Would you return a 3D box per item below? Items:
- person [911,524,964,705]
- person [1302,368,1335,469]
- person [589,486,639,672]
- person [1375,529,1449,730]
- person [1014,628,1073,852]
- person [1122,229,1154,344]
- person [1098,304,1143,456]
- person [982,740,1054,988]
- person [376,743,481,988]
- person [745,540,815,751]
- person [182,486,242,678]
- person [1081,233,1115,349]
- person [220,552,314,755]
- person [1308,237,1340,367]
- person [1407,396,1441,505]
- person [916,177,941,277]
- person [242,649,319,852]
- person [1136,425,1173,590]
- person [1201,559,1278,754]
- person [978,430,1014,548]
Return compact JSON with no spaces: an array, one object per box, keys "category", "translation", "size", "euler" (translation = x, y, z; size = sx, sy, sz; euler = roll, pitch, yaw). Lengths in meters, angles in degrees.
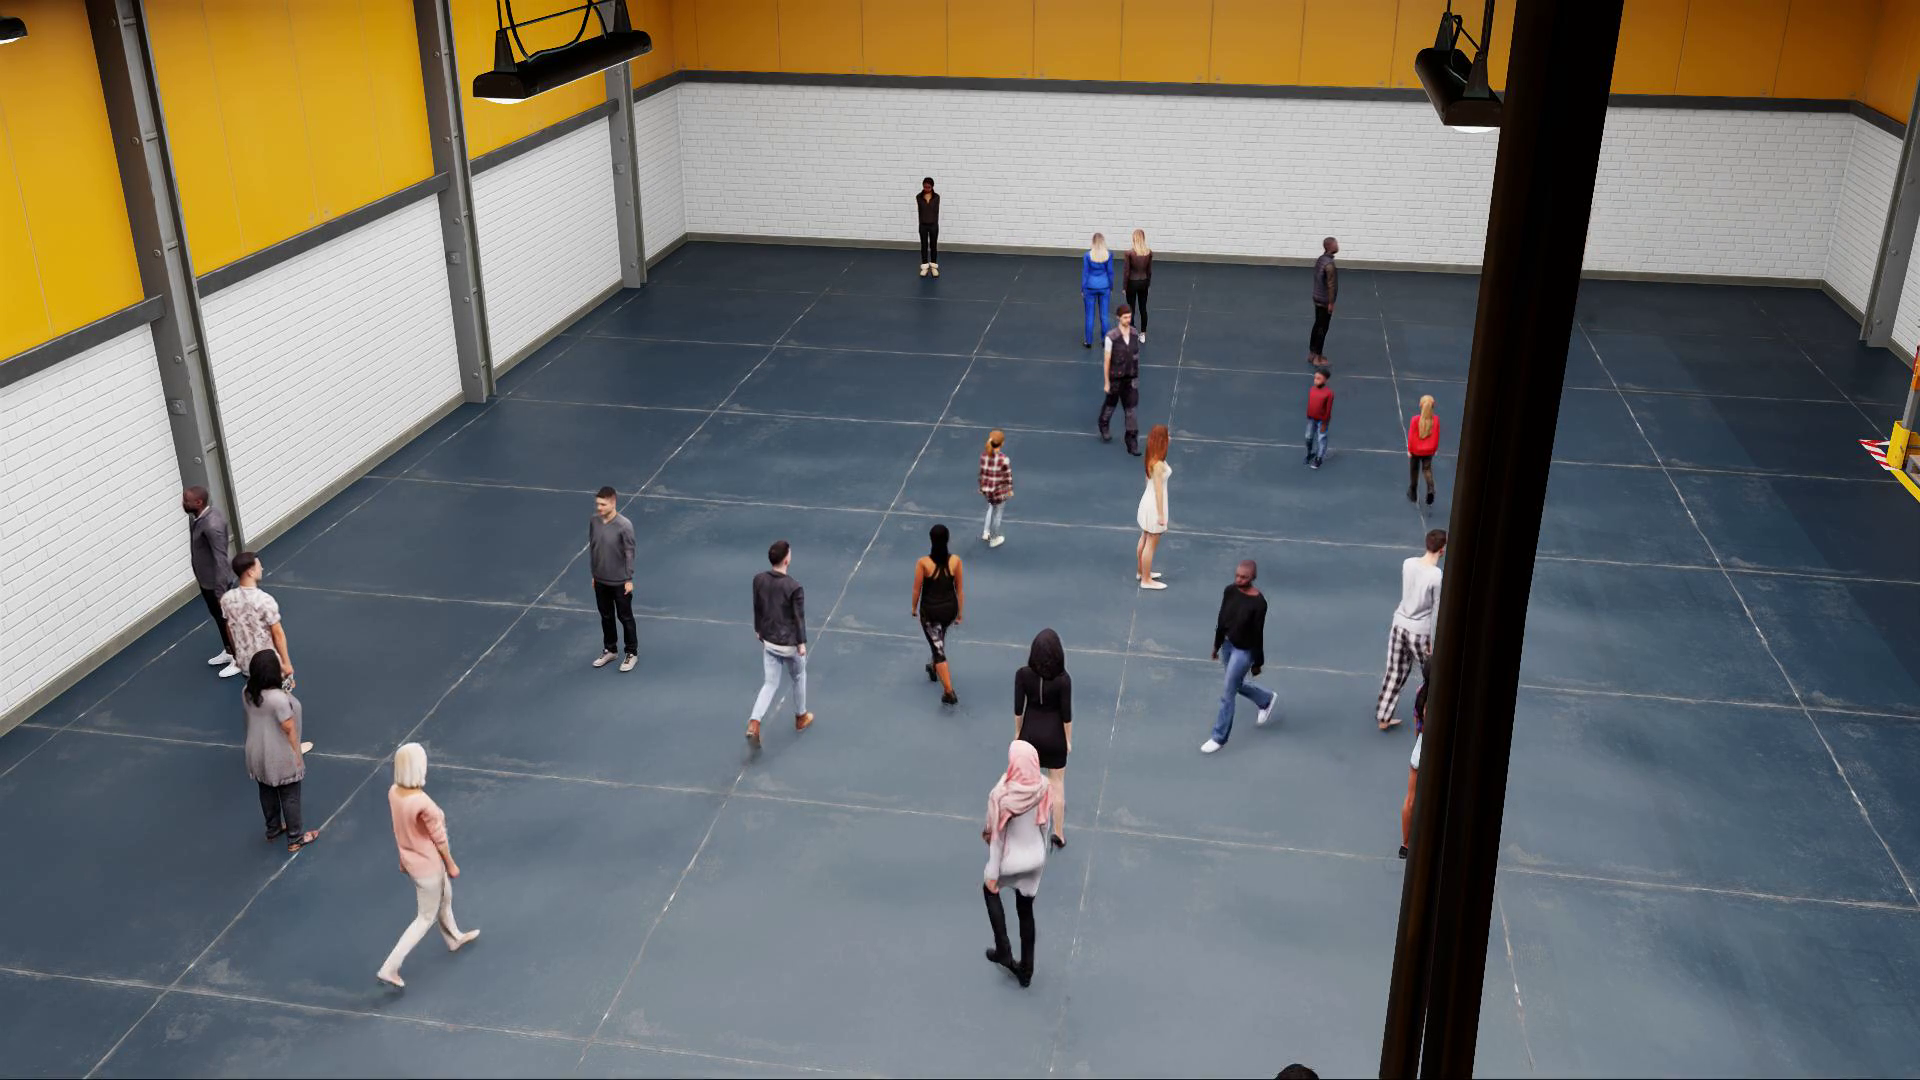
[{"category":"person","translation":[-0.171,0.668,14.567],"size":[0.946,1.629,1.150],"euler":[-8,25,-18]},{"category":"person","translation":[4.344,-1.474,19.945],"size":[0.583,1.245,0.622],"euler":[21,31,39]},{"category":"person","translation":[-3.165,0.331,15.166],"size":[0.658,1.766,0.606],"euler":[9,25,20]},{"category":"person","translation":[3.773,0.795,14.054],"size":[1.114,1.808,1.019],"euler":[-18,29,-35]},{"category":"person","translation":[0.614,1.507,12.427],"size":[0.613,1.806,0.536],"euler":[7,25,16]},{"category":"person","translation":[2.620,-3.750,24.581],"size":[0.676,1.704,0.680],"euler":[-9,25,-20]},{"category":"person","translation":[1.928,-1.998,20.449],"size":[1.071,1.803,1.298],"euler":[-9,25,-19]},{"category":"person","translation":[0.426,2.170,10.930],"size":[0.802,1.789,0.850],"euler":[-11,26,-24]},{"category":"person","translation":[-3.624,2.177,11.030],"size":[0.961,1.697,1.151],"euler":[20,30,38]},{"category":"person","translation":[-1.528,0.892,13.832],"size":[0.854,1.808,1.167],"euler":[11,26,23]},{"category":"person","translation":[-6.737,0.350,15.062],"size":[0.843,1.816,0.794],"euler":[-17,29,-34]},{"category":"person","translation":[2.010,-3.661,24.383],"size":[0.686,1.700,0.644],"euler":[-3,24,-6]},{"category":"person","translation":[-5.746,0.960,13.666],"size":[0.683,1.816,0.590],"euler":[6,24,14]},{"category":"person","translation":[5.173,-3.399,23.614],"size":[0.804,1.835,0.590],"euler":[-2,24,-4]},{"category":"person","translation":[5.248,-0.997,18.822],"size":[0.585,1.272,0.790],"euler":[0,24,0]},{"category":"person","translation":[-0.536,-5.357,28.309],"size":[0.622,1.661,0.677],"euler":[0,24,1]},{"category":"person","translation":[-5.176,1.572,12.530],"size":[0.710,1.605,0.748],"euler":[11,26,24]},{"category":"person","translation":[1.952,-0.349,16.795],"size":[0.669,1.709,0.531],"euler":[-2,24,-4]},{"category":"person","translation":[2.382,0.919,13.883],"size":[1.123,1.718,1.071],"euler":[-16,28,-32]},{"category":"person","translation":[0.341,-0.527,17.716],"size":[0.609,1.296,0.629],"euler":[16,28,32]}]
